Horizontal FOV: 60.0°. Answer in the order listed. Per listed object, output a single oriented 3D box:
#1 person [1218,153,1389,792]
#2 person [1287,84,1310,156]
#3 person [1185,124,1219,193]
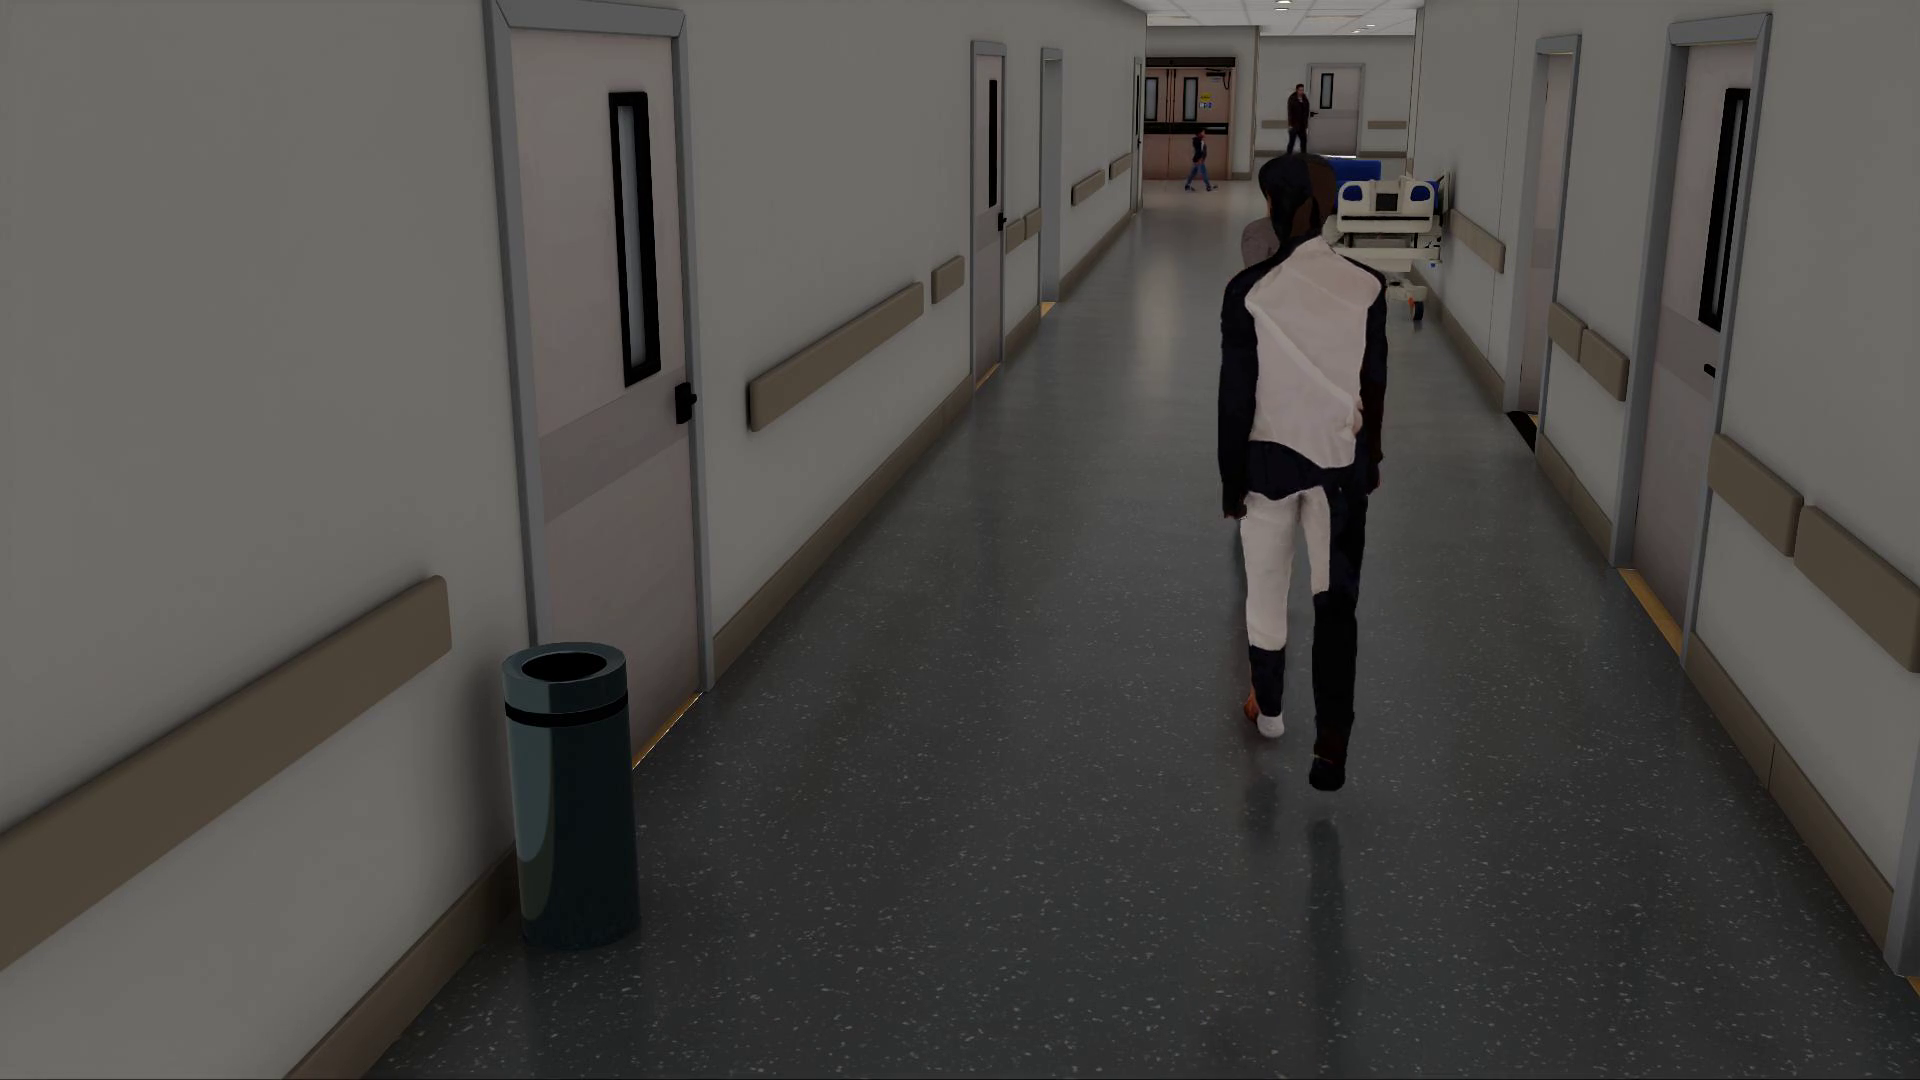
[{"bbox_3d":[1.049,-0.176,4.986,1.107,1.865,0.792,1,16,5],"label":"person"},{"bbox_3d":[7.734,-9.563,38.373,1.132,1.814,1.144,-7,17,-22],"label":"person"},{"bbox_3d":[4.232,-6.820,29.790,0.879,1.192,0.674,-2,16,-6],"label":"person"}]
